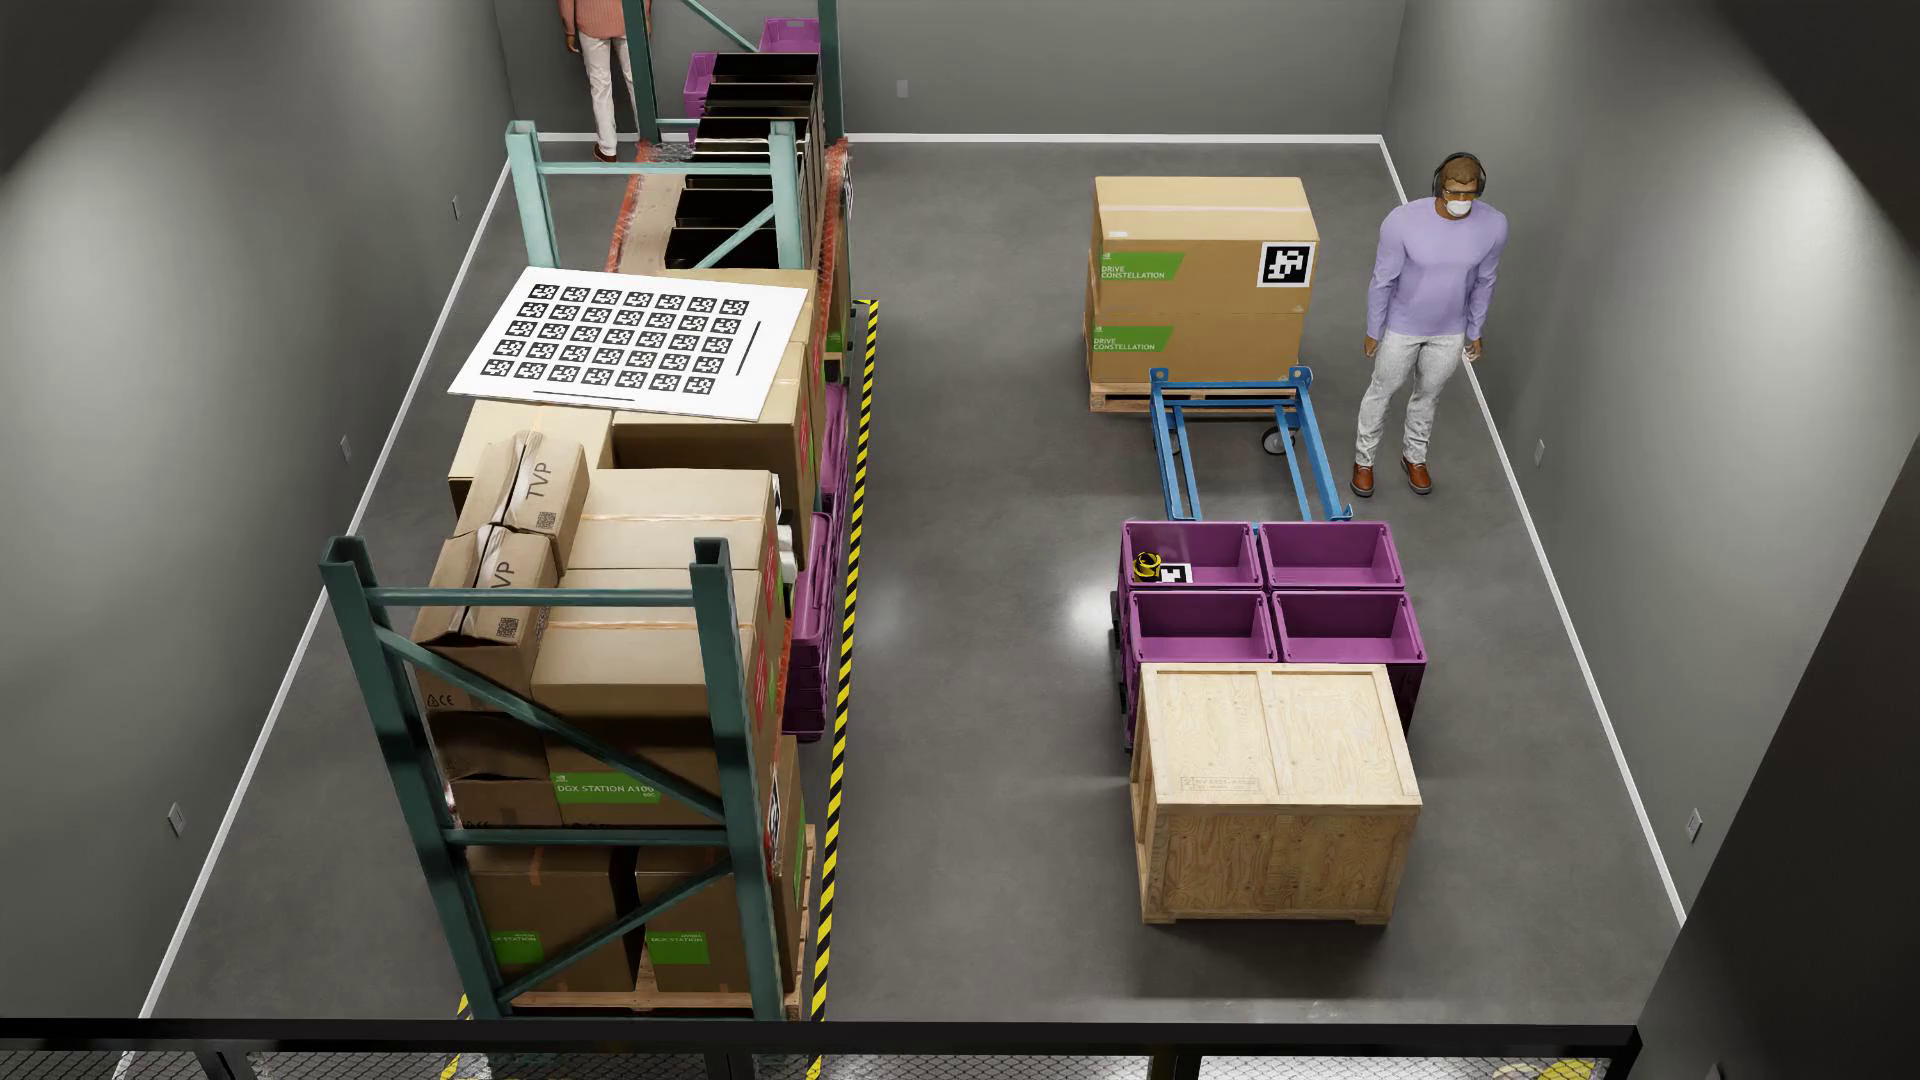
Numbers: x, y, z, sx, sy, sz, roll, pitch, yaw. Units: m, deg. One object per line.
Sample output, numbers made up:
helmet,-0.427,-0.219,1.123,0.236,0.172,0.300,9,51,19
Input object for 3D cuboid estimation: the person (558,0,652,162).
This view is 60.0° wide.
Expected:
person,-2.330,-3.423,10.976,0.611,1.995,0.381,-16,44,-18

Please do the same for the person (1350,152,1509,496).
person,2.329,-1.062,8.324,0.627,1.940,0.371,-1,41,-1

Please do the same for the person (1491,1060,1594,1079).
person,1.609,2.066,4.836,0.403,1.835,0.586,5,42,6
